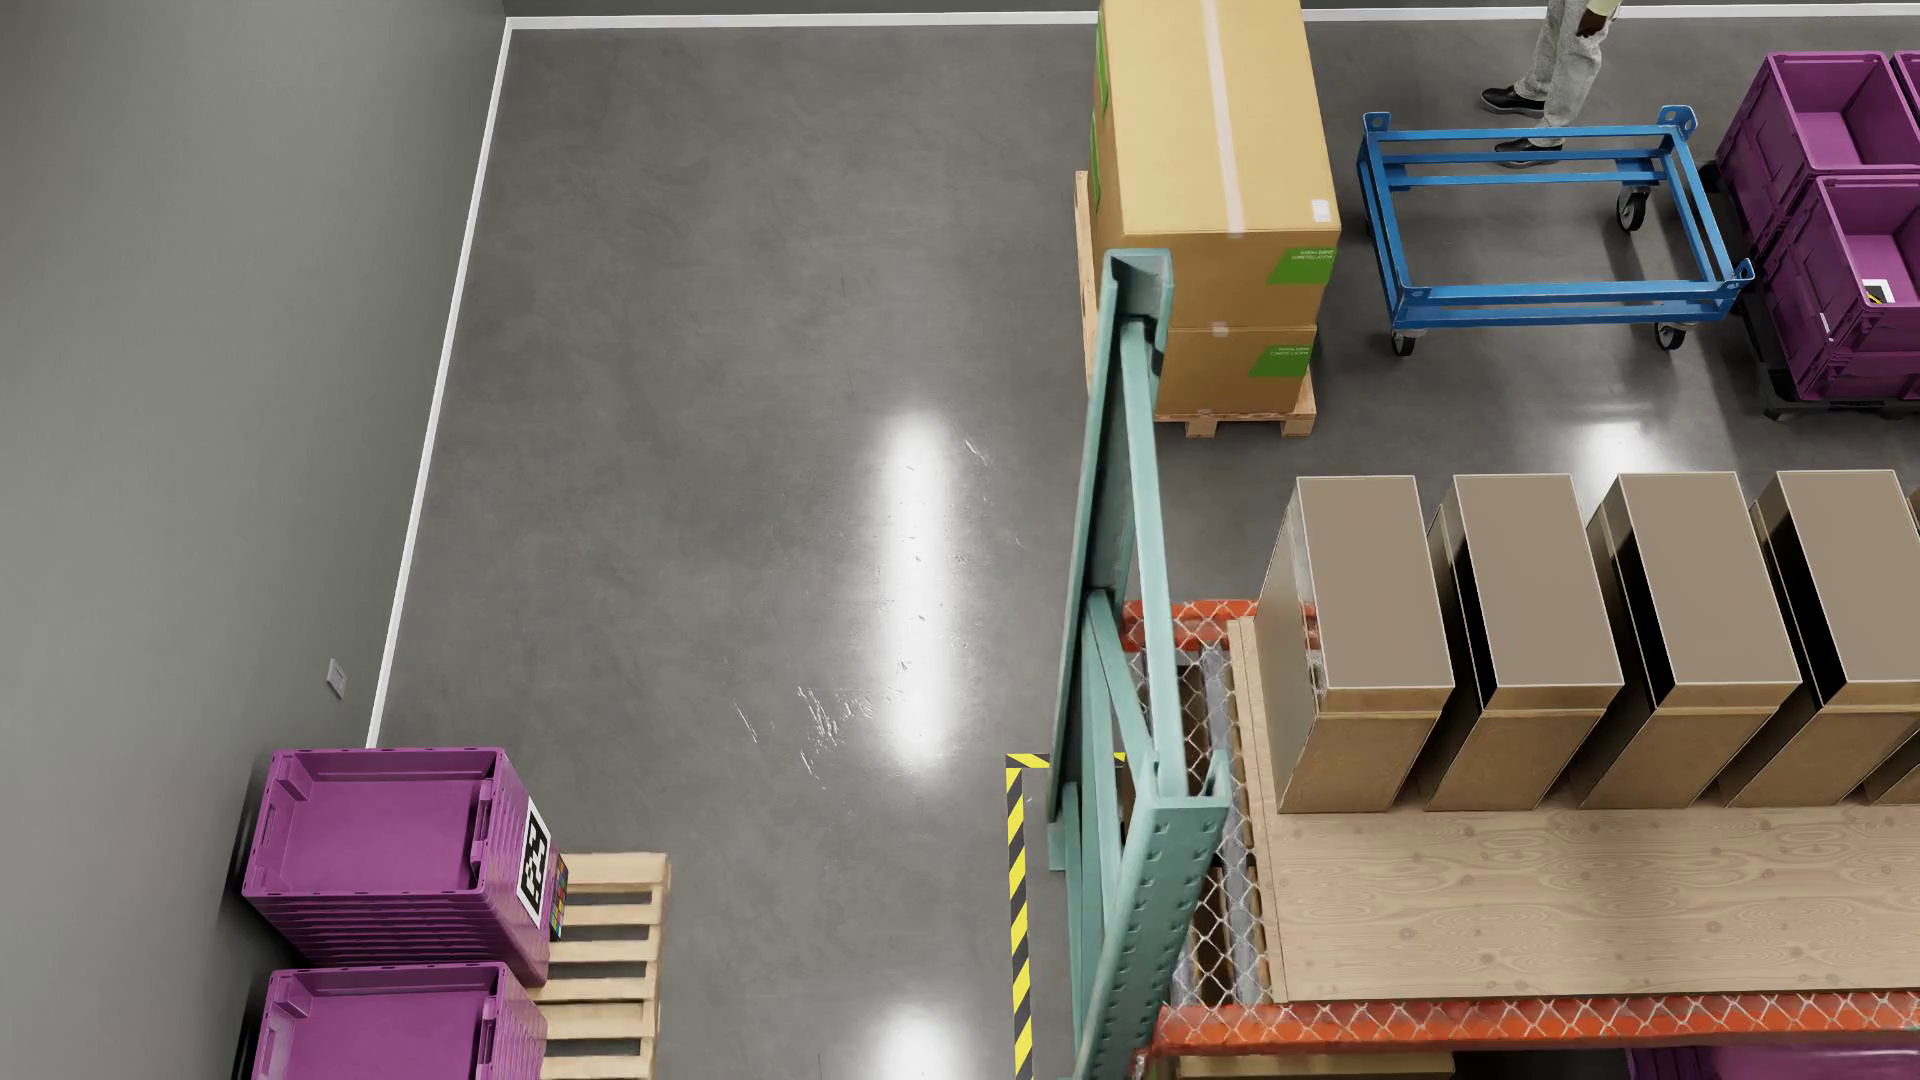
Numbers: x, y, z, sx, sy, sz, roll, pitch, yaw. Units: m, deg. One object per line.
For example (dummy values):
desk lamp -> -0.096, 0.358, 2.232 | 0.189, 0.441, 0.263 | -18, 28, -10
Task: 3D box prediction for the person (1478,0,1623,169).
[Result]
person -> 2.314, -2.149, 6.078 | 0.403, 1.837, 0.588 | 2, 58, 1
